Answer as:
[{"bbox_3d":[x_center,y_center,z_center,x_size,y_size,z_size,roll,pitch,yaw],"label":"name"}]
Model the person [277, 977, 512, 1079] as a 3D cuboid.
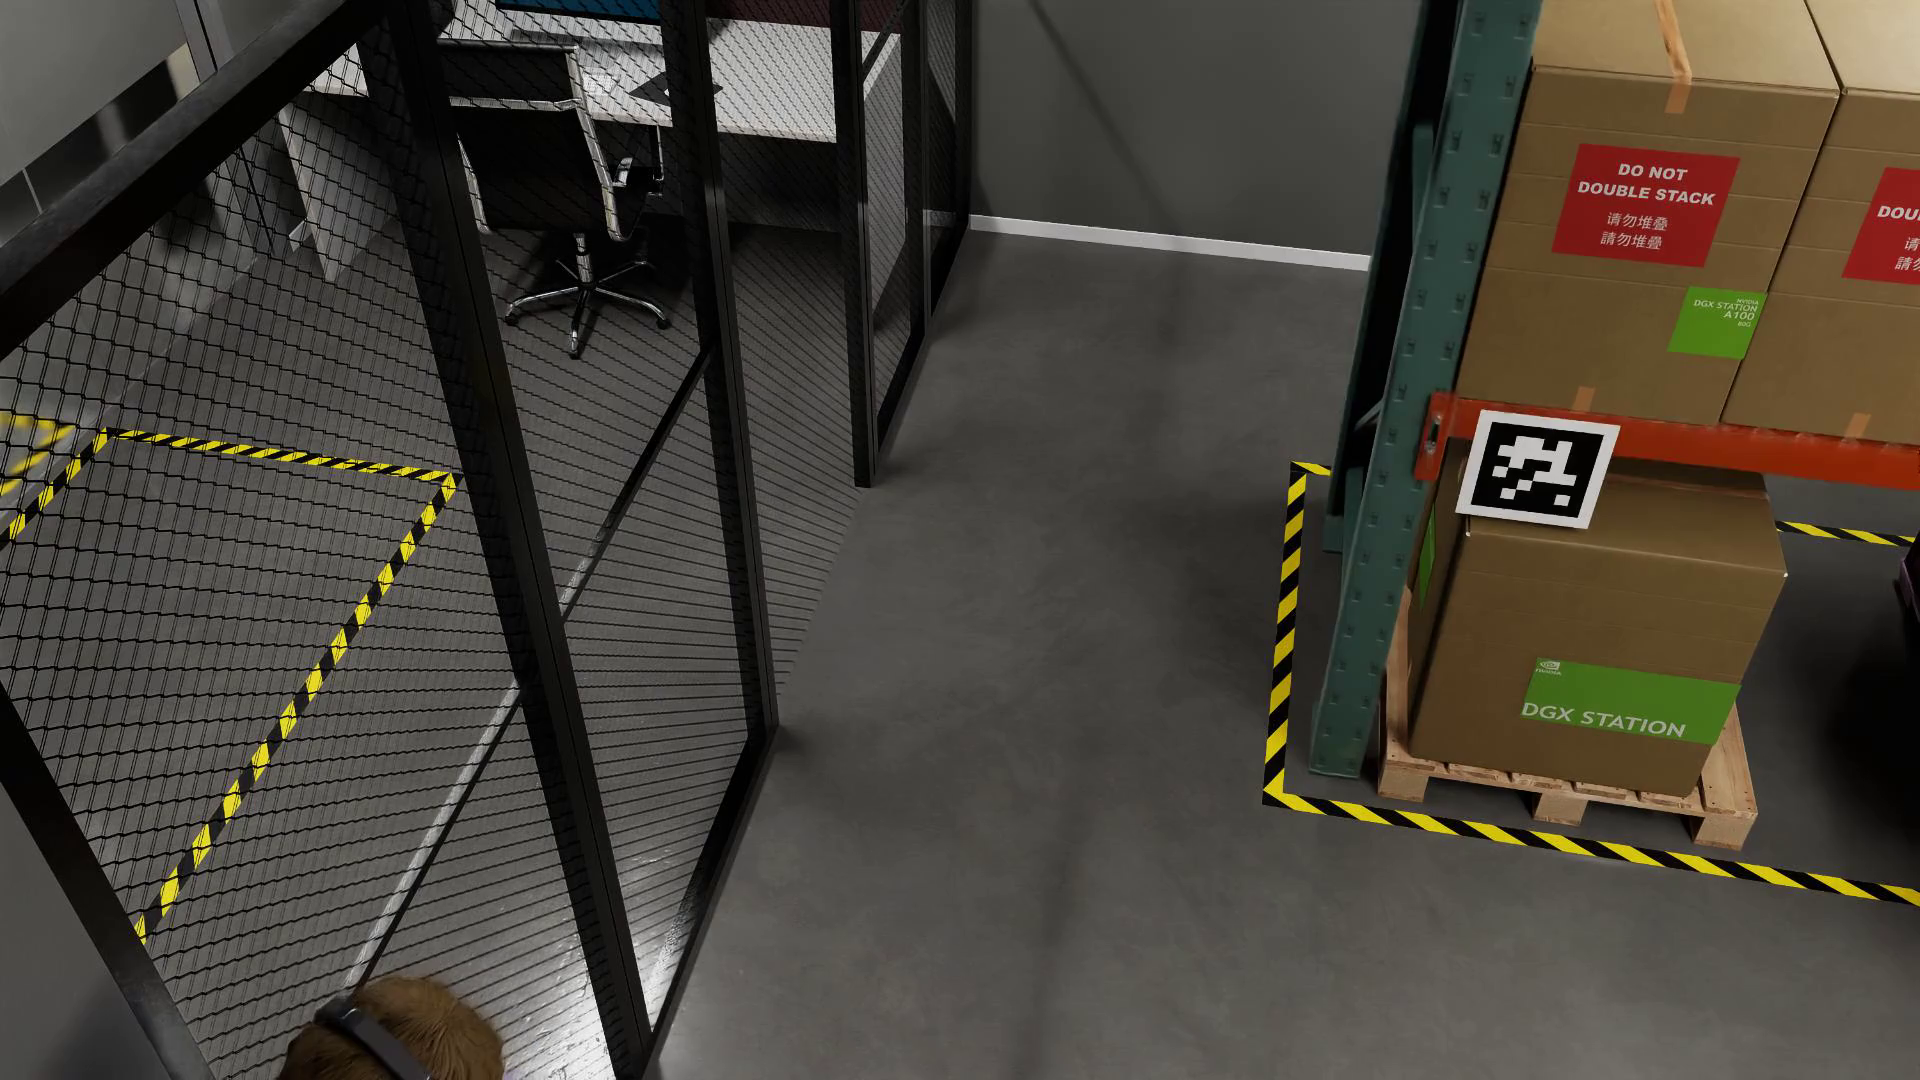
[{"bbox_3d":[-0.527,1.159,2.163,0.635,1.937,0.354,19,44,20],"label":"person"}]
